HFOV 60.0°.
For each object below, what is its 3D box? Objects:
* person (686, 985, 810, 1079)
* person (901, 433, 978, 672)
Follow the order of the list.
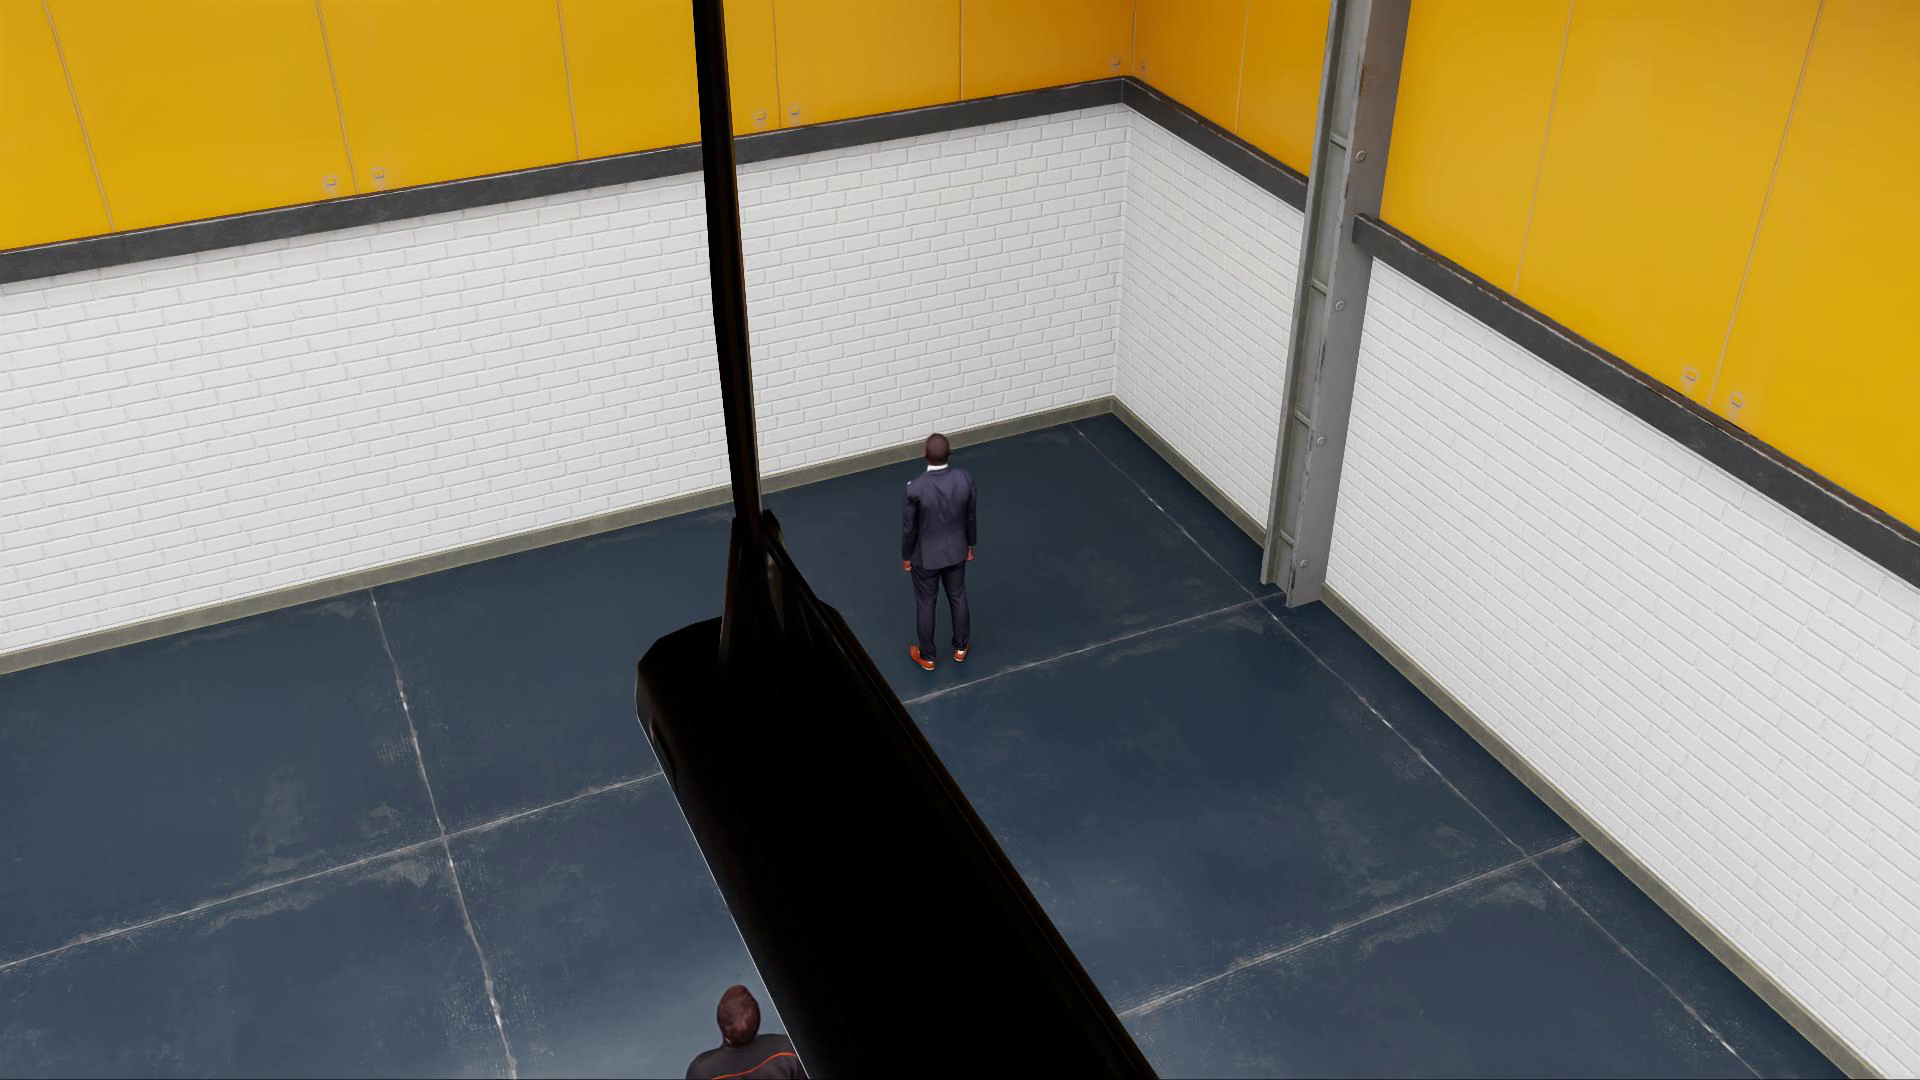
[{"bbox_3d":[-0.922,2.676,7.446,0.724,1.838,0.565,-12,36,-18],"label":"person"},{"bbox_3d":[-0.144,0.083,11.360,0.714,1.824,0.605,-11,35,-16],"label":"person"}]
